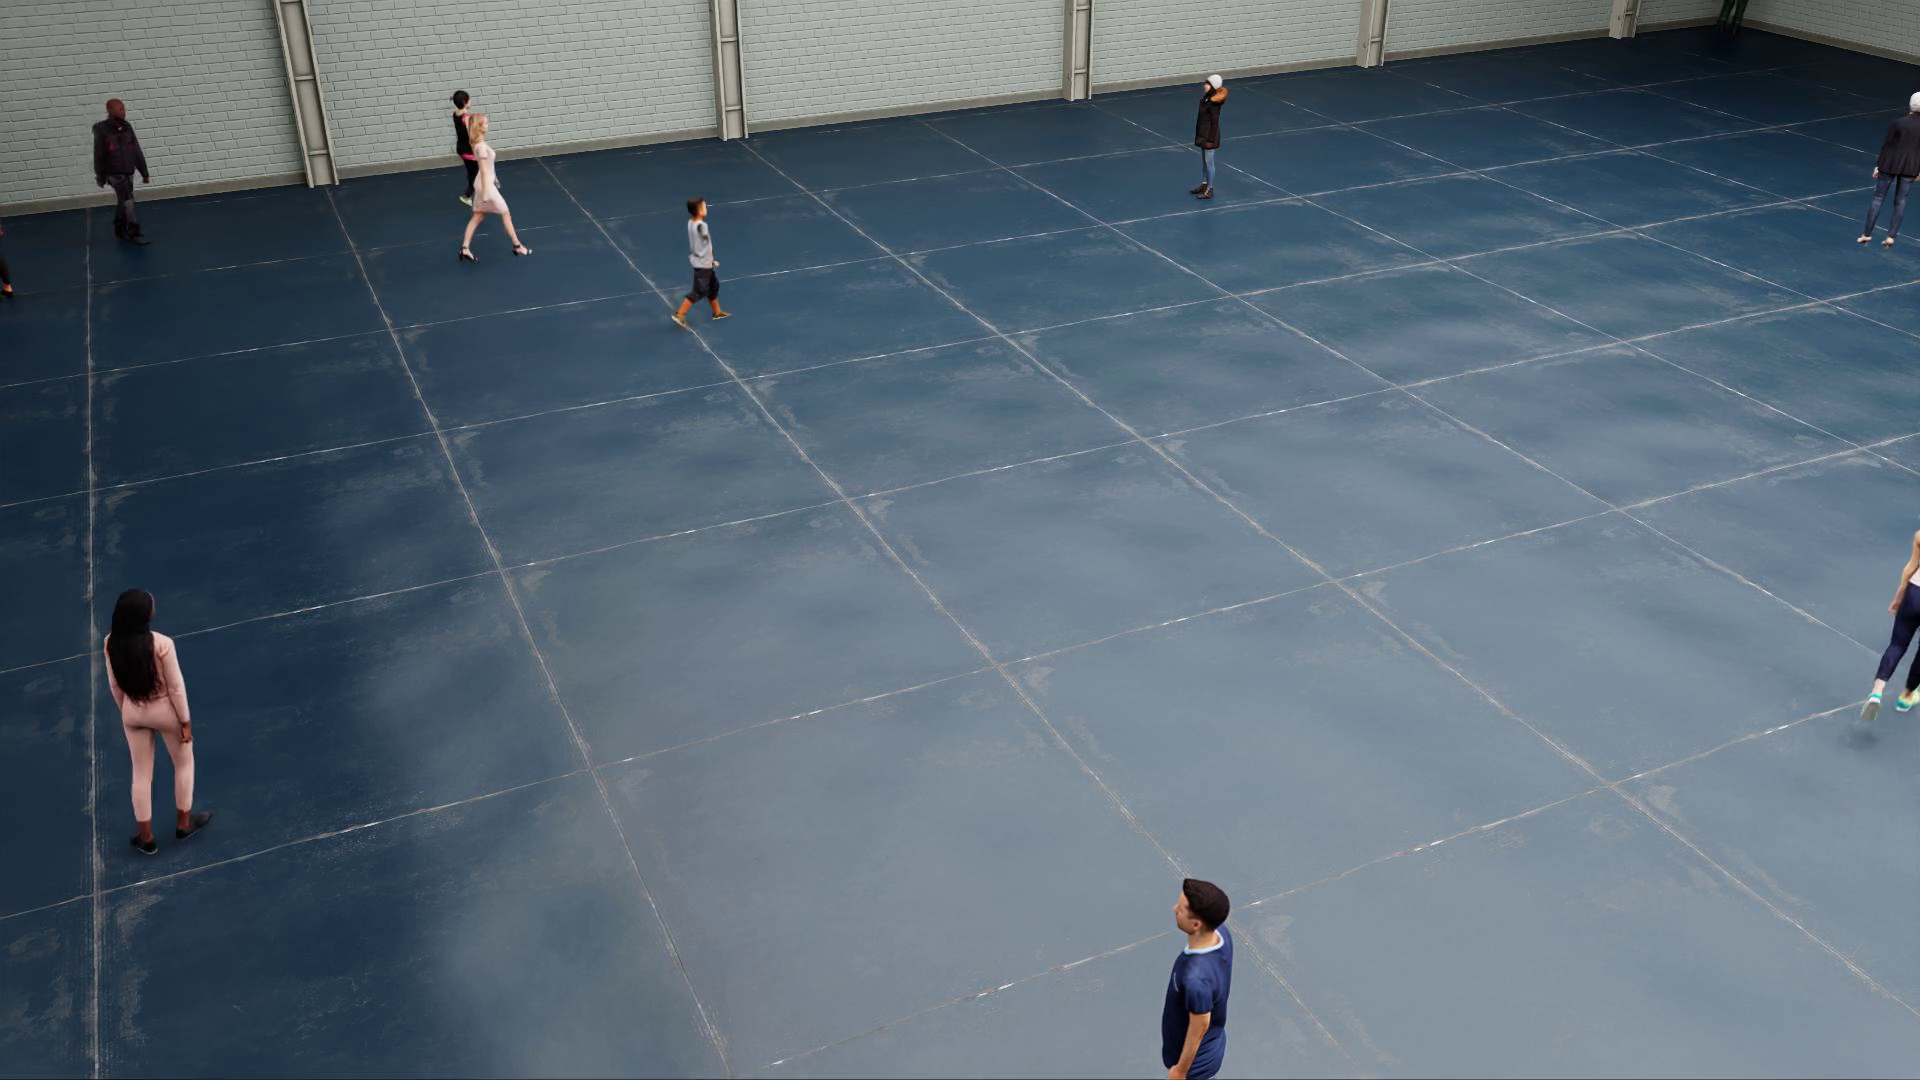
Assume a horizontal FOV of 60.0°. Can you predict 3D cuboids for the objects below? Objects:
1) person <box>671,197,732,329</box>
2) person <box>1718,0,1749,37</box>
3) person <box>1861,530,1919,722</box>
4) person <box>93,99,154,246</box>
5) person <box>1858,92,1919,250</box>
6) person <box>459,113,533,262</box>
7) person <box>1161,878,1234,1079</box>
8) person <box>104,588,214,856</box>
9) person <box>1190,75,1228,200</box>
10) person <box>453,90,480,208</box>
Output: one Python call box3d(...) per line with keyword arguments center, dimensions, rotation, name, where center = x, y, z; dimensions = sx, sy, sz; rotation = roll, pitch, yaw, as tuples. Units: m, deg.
box3d(center=(-2.864, -3.051, 18.111), dimensions=(1.052, 1.434, 0.714), rotation=(-19, 34, -32), name="person")
box3d(center=(15.018, -10.697, 31.977), dimensions=(0.816, 1.896, 0.820), rotation=(19, 33, 32), name="person")
box3d(center=(6.452, 0.502, 11.176), dimensions=(1.081, 1.681, 0.812), rotation=(-23, 36, -36), name="person")
box3d(center=(-10.460, -4.544, 20.530), dimensions=(1.082, 1.797, 1.031), rotation=(15, 32, 26), name="person")
box3d(center=(10.465, -4.156, 18.606), dimensions=(0.819, 1.781, 0.791), rotation=(9, 29, 17), name="person")
box3d(center=(-5.740, -4.145, 19.796), dimensions=(1.099, 1.781, 0.627), rotation=(-15, 31, -25), name="person")
box3d(center=(1.070, 2.306, 7.611), dimensions=(0.757, 1.849, 0.707), rotation=(8, 29, 15), name="person")
box3d(center=(-4.903, 1.099, 10.036), dimensions=(0.777, 1.699, 0.875), rotation=(-2, 28, -4), name="person")
box3d(center=(3.349, -5.438, 22.386), dimensions=(0.697, 1.629, 0.694), rotation=(-4, 28, -8), name="person")
box3d(center=(-6.512, -5.125, 21.889), dimensions=(0.704, 1.543, 0.817), rotation=(24, 36, 37), name="person")
